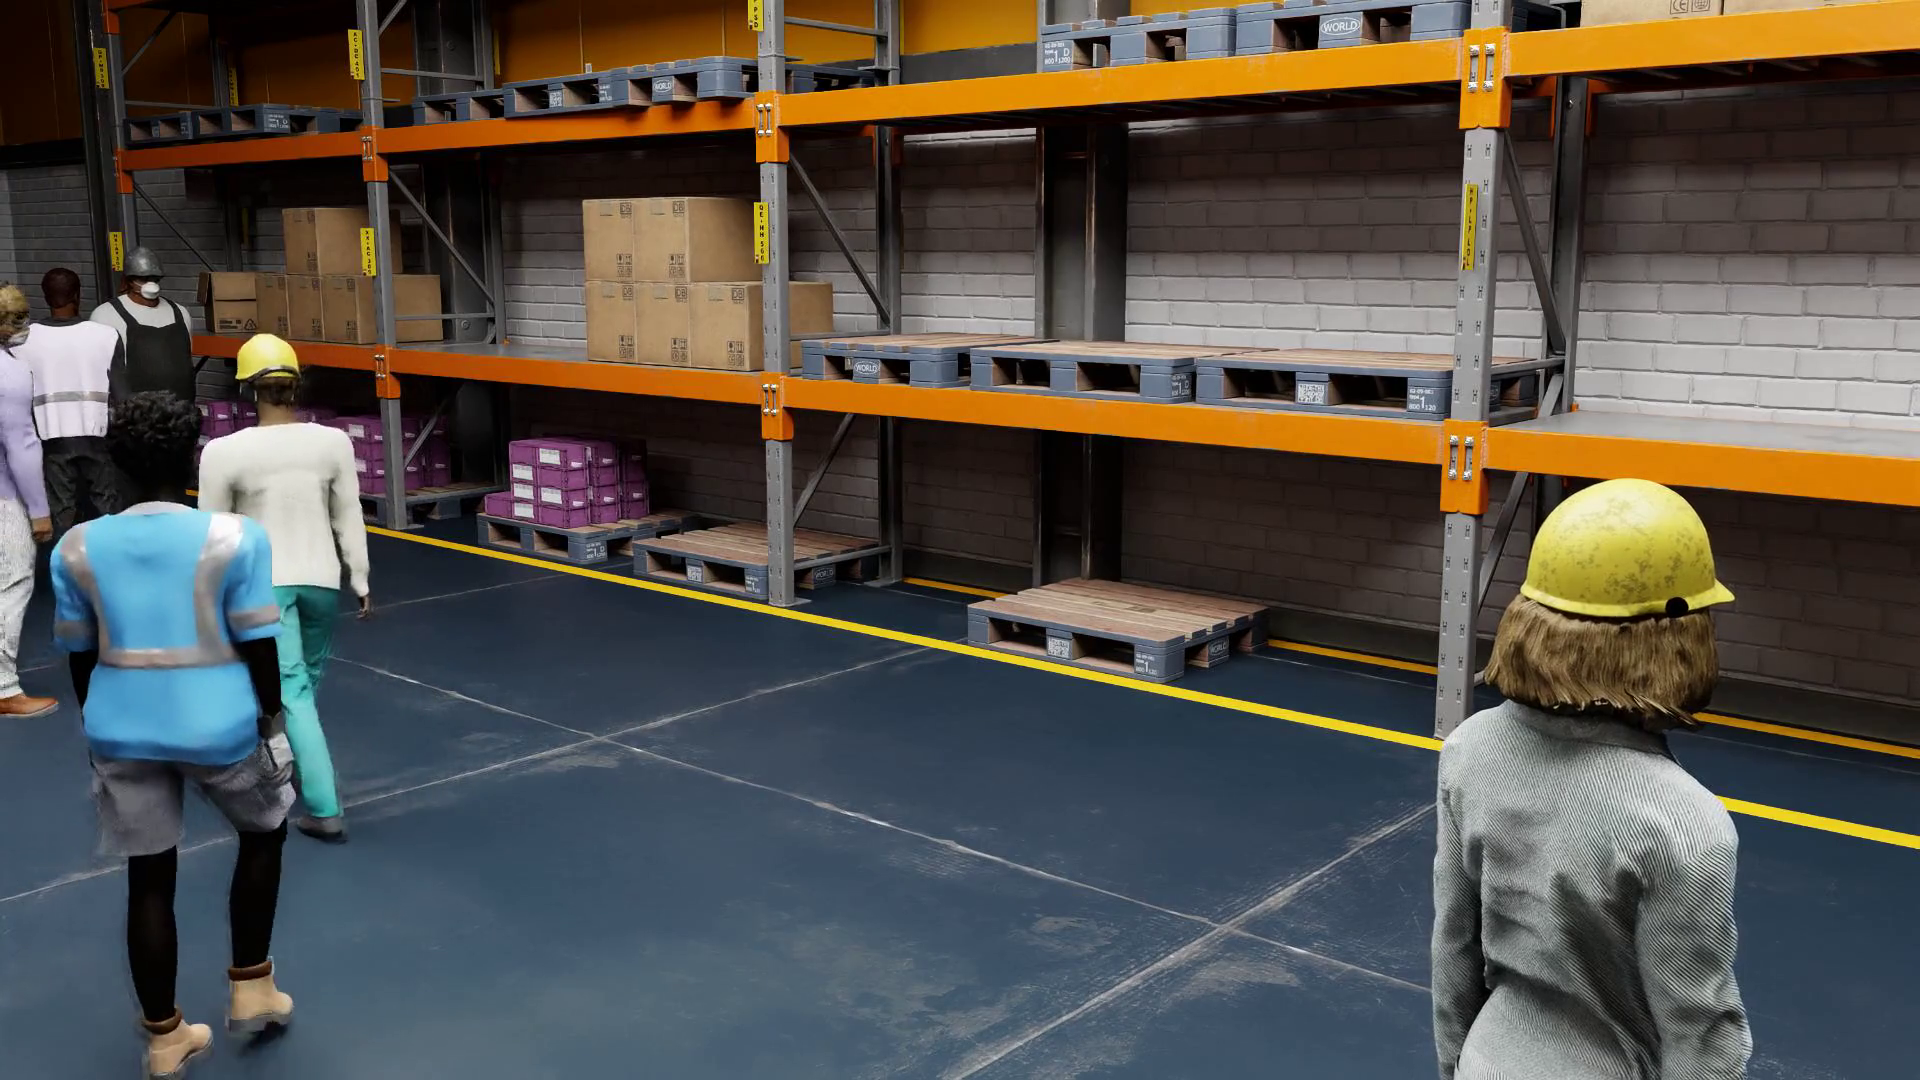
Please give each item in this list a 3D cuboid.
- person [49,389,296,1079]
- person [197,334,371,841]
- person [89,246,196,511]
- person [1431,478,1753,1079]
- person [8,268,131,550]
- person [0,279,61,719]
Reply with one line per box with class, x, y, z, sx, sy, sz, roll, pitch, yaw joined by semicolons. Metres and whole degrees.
person;-1.908;0.470;4.107;0.562;1.675;0.531;-1;10;-4
person;-2.406;0.144;5.847;0.549;1.714;0.906;-10;14;-44
person;-5.243;-0.890;10.846;0.536;2.000;0.684;7;12;34
person;0.803;0.786;2.154;0.294;1.744;0.487;-4;11;-24
person;-4.943;-0.555;9.305;0.588;1.913;0.391;-5;11;-24
person;-4.257;-0.163;7.167;0.785;1.900;0.375;4;11;21
